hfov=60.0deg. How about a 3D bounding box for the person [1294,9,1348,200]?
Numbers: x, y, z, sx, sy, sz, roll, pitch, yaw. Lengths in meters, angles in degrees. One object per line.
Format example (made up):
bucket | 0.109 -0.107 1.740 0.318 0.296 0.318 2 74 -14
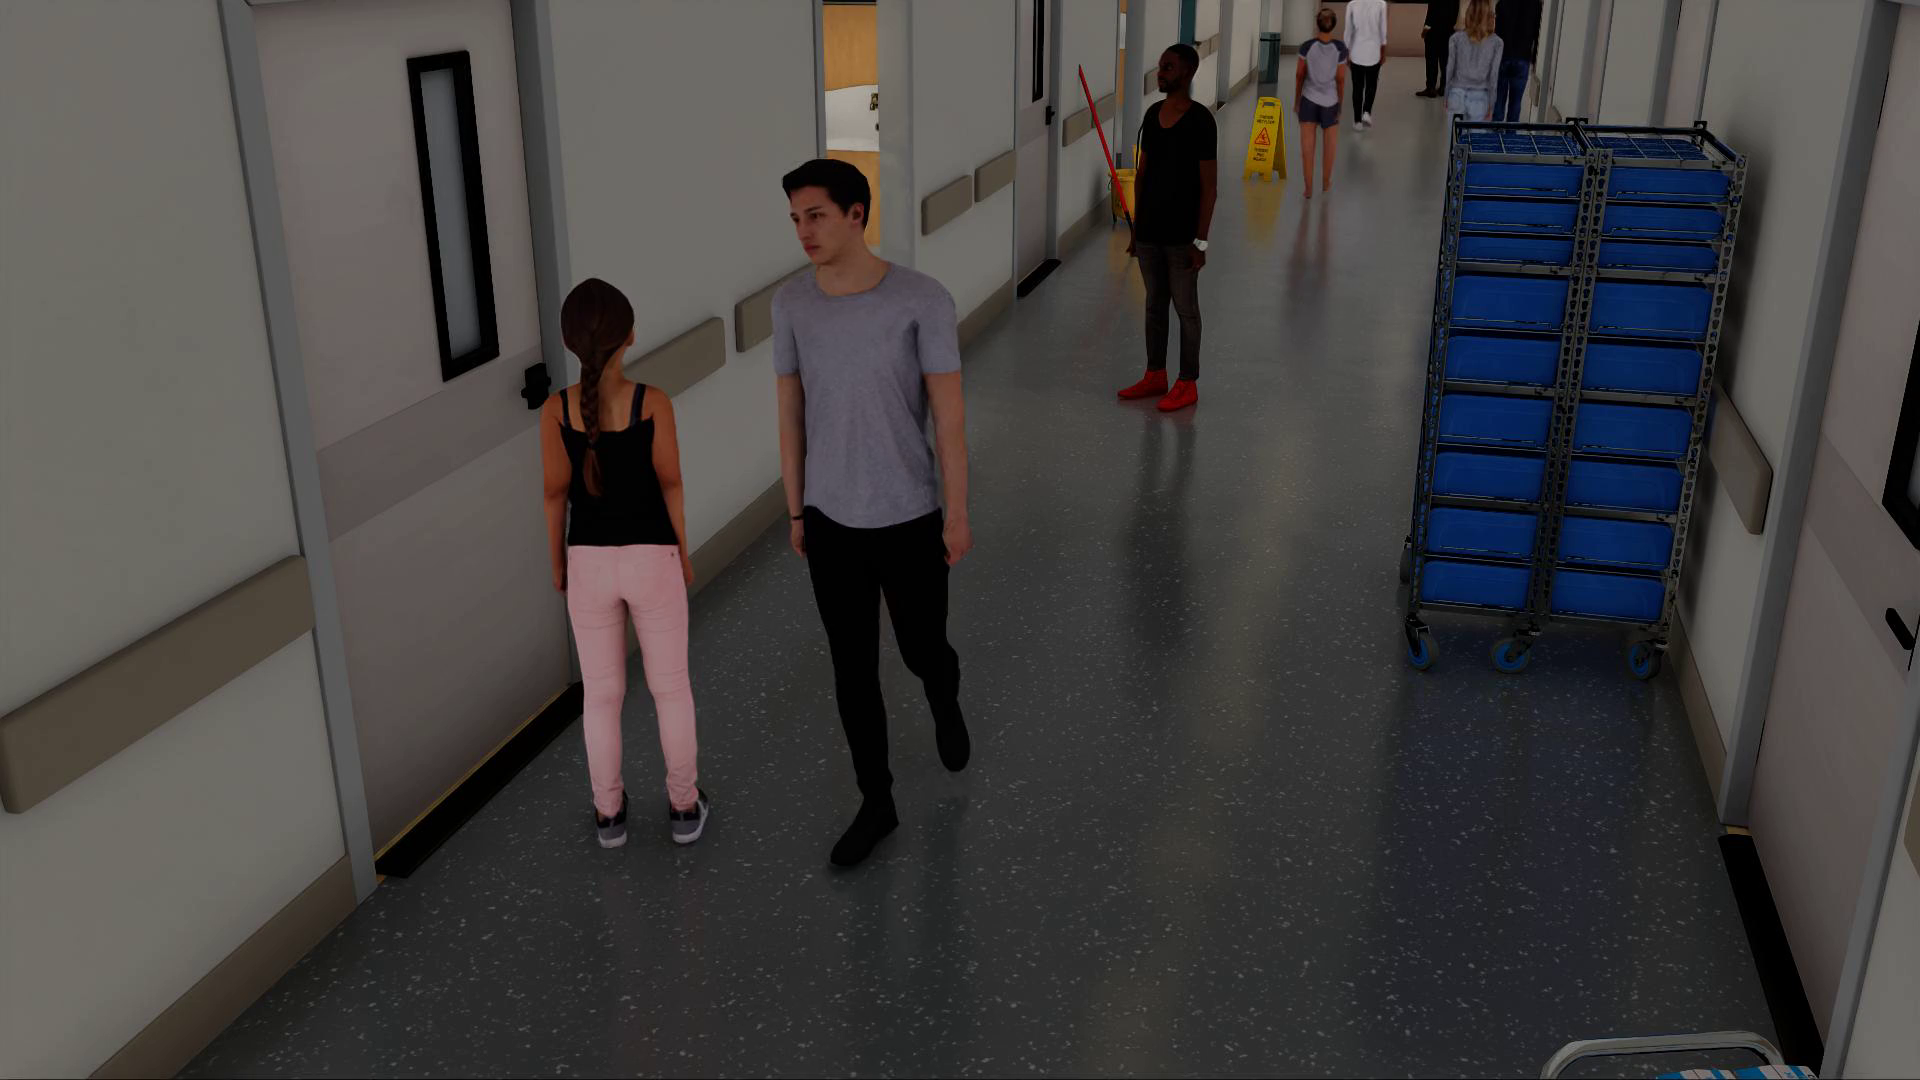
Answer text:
person | 3.151 -3.791 14.570 0.609 1.597 0.862 3 21 9

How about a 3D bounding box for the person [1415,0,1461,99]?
person | 6.565 -7.044 22.724 0.794 1.904 0.841 -10 23 -25

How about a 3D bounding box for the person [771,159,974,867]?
person | -0.196 -0.082 4.441 0.714 1.835 0.953 5 21 12

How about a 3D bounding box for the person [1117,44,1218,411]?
person | 1.081 -1.579 8.435 0.738 1.805 0.723 -16 26 -36

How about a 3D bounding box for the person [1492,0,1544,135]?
person | 5.762 -4.961 17.349 0.774 1.816 1.299 8 22 19

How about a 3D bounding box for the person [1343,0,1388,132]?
person | 4.656 -5.606 19.078 0.657 1.797 0.639 4 21 10

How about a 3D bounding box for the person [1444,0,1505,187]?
person | 4.142 -3.512 13.623 0.665 1.745 1.154 7 22 19

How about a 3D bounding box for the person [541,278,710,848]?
person | -0.876 0.084 4.383 0.593 1.566 0.613 -2 21 -5
